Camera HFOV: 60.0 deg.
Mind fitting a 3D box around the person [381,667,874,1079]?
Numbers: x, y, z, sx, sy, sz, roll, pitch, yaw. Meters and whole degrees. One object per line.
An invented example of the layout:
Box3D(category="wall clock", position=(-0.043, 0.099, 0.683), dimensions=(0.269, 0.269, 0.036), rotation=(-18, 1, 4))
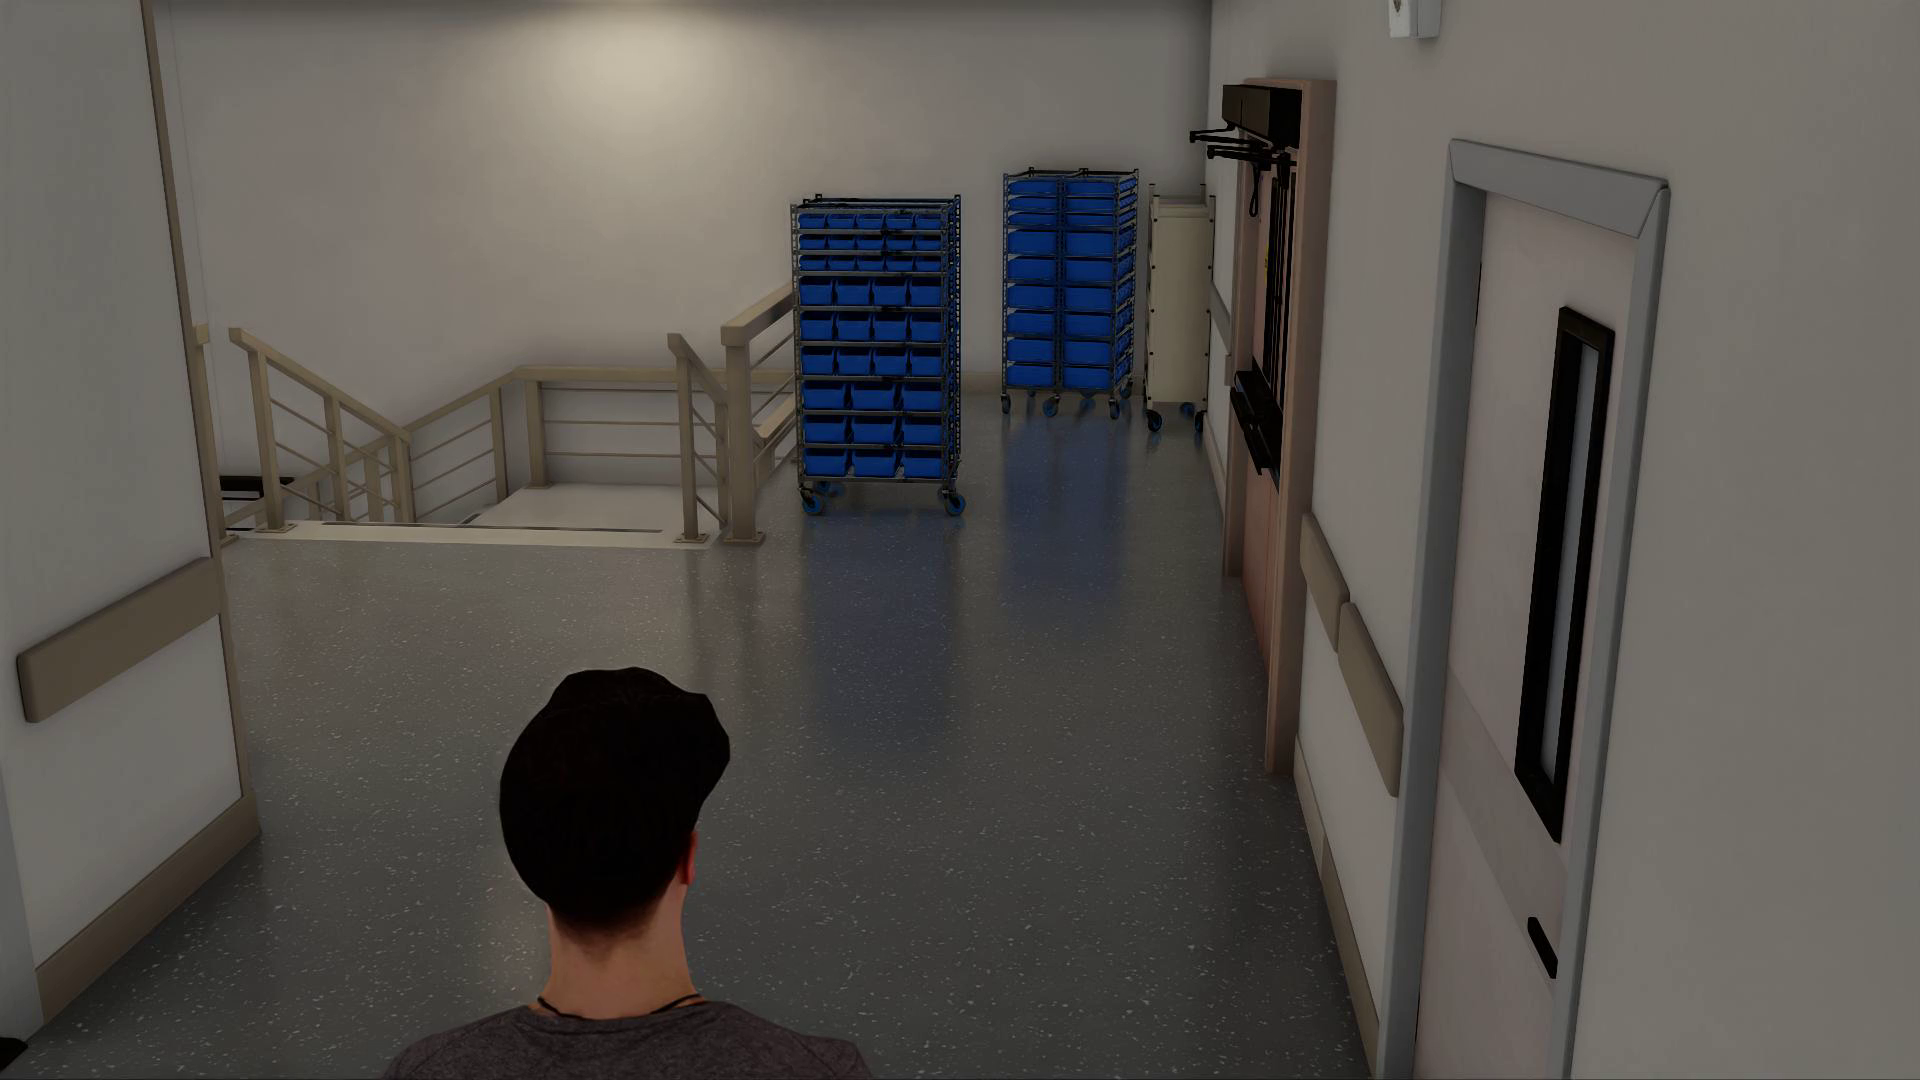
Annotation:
Box3D(category="person", position=(-0.311, 1.055, 1.736), dimensions=(0.711, 1.905, 0.613), rotation=(0, 16, -2))
